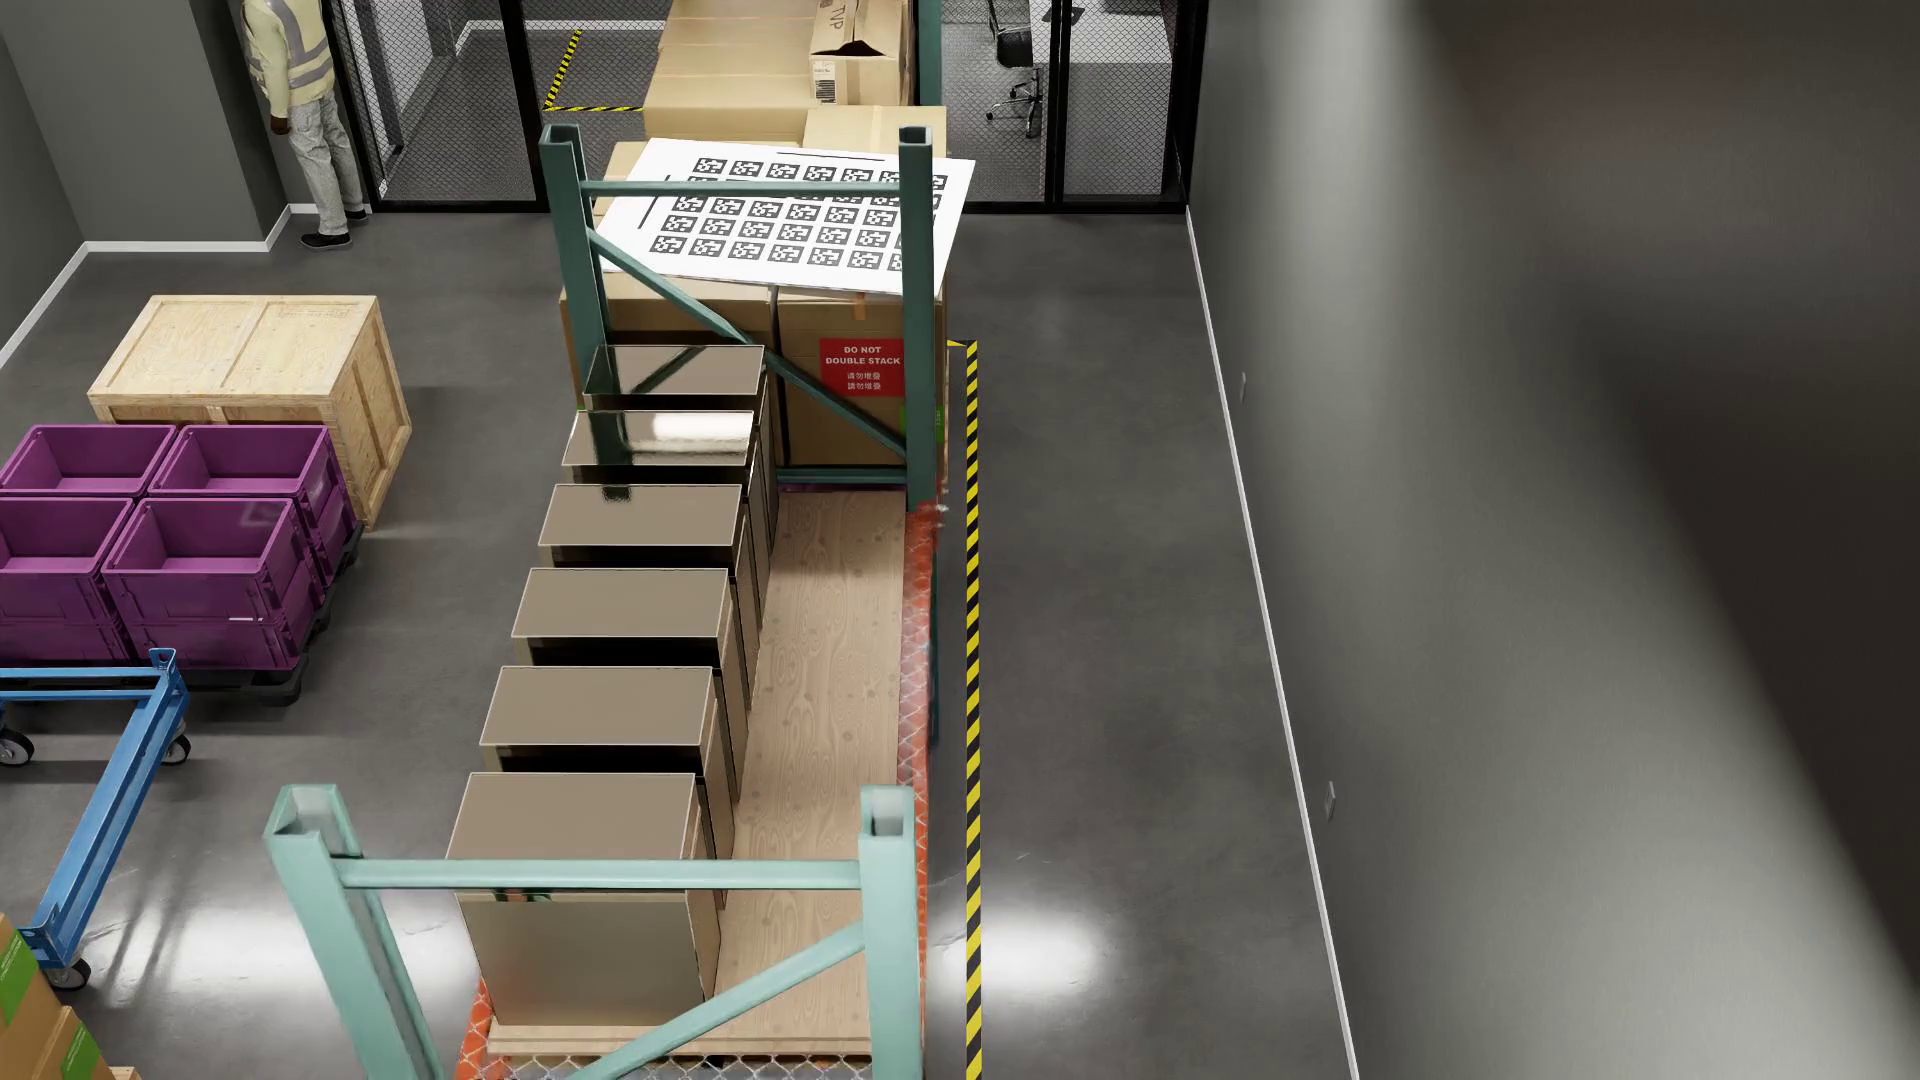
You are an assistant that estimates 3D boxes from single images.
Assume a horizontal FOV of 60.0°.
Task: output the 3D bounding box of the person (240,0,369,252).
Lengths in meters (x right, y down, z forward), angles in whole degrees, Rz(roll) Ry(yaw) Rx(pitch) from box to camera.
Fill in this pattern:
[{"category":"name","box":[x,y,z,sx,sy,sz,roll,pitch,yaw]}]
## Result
[{"category":"person","box":[-3.472,-2.390,8.698,0.404,1.833,0.586,5,41,6]}]
